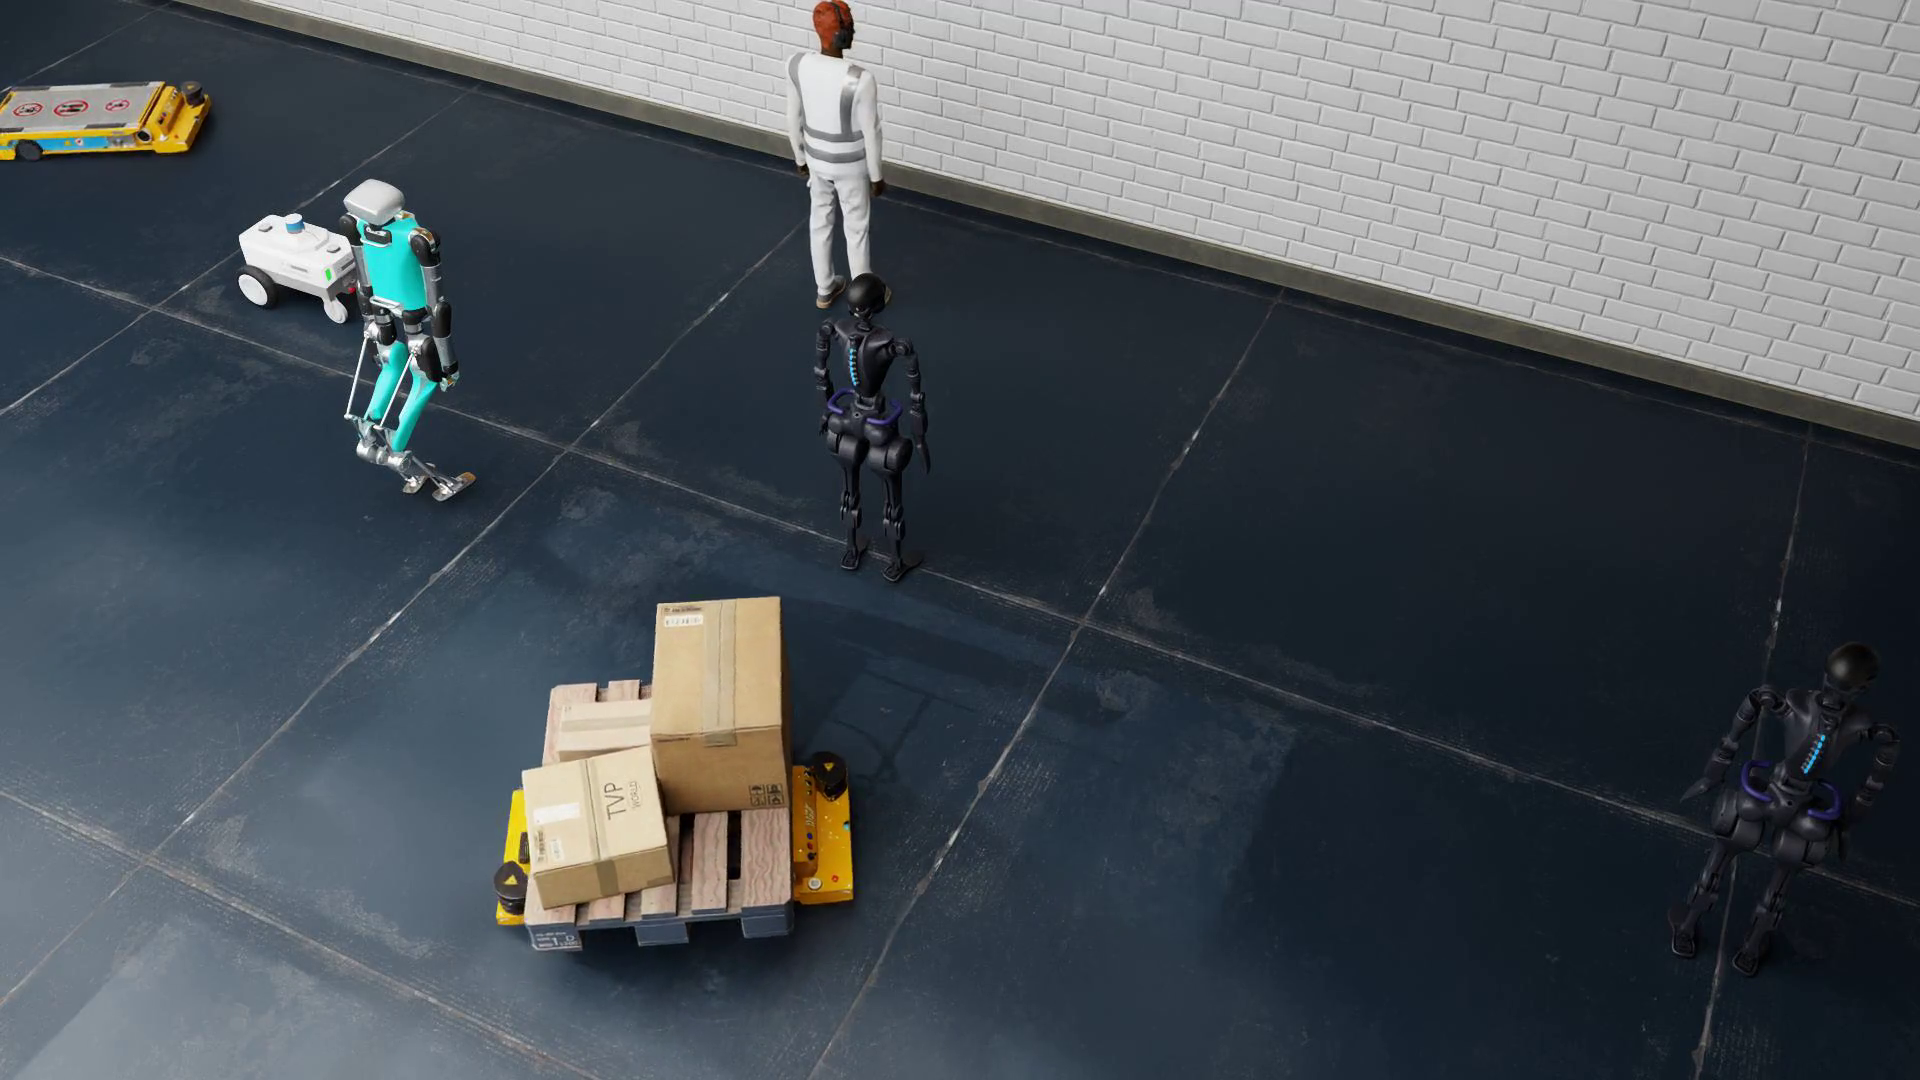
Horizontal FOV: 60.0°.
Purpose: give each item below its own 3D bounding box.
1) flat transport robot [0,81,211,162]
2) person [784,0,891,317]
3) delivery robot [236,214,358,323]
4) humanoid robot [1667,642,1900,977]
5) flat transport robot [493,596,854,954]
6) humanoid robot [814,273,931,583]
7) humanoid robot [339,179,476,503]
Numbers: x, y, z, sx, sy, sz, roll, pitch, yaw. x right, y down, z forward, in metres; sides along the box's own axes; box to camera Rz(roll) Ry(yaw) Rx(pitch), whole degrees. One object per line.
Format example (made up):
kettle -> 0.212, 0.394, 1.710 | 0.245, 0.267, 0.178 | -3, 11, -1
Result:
flat transport robot -> -5.932, -2.852, 11.333 | 1.431, 0.231, 0.659 | -4, 43, -4
person -> -0.681, -2.118, 9.354 | 0.574, 1.883, 0.362 | 20, 46, 20
delivery robot -> -3.861, -1.653, 9.807 | 0.739, 0.566, 0.499 | 18, 46, 19
humanoid robot -> 3.011, 0.990, 6.143 | 0.599, 1.654, 0.315 | 18, 46, 19
flat transport robot -> -1.174, 1.237, 6.921 | 1.431, 0.231, 0.659 | -4, 43, -4
humanoid robot -> -0.426, -0.523, 7.773 | 0.599, 1.657, 0.315 | 18, 46, 19
humanoid robot -> -2.759, -0.844, 7.987 | 0.533, 1.677, 0.735 | 18, 46, 19
